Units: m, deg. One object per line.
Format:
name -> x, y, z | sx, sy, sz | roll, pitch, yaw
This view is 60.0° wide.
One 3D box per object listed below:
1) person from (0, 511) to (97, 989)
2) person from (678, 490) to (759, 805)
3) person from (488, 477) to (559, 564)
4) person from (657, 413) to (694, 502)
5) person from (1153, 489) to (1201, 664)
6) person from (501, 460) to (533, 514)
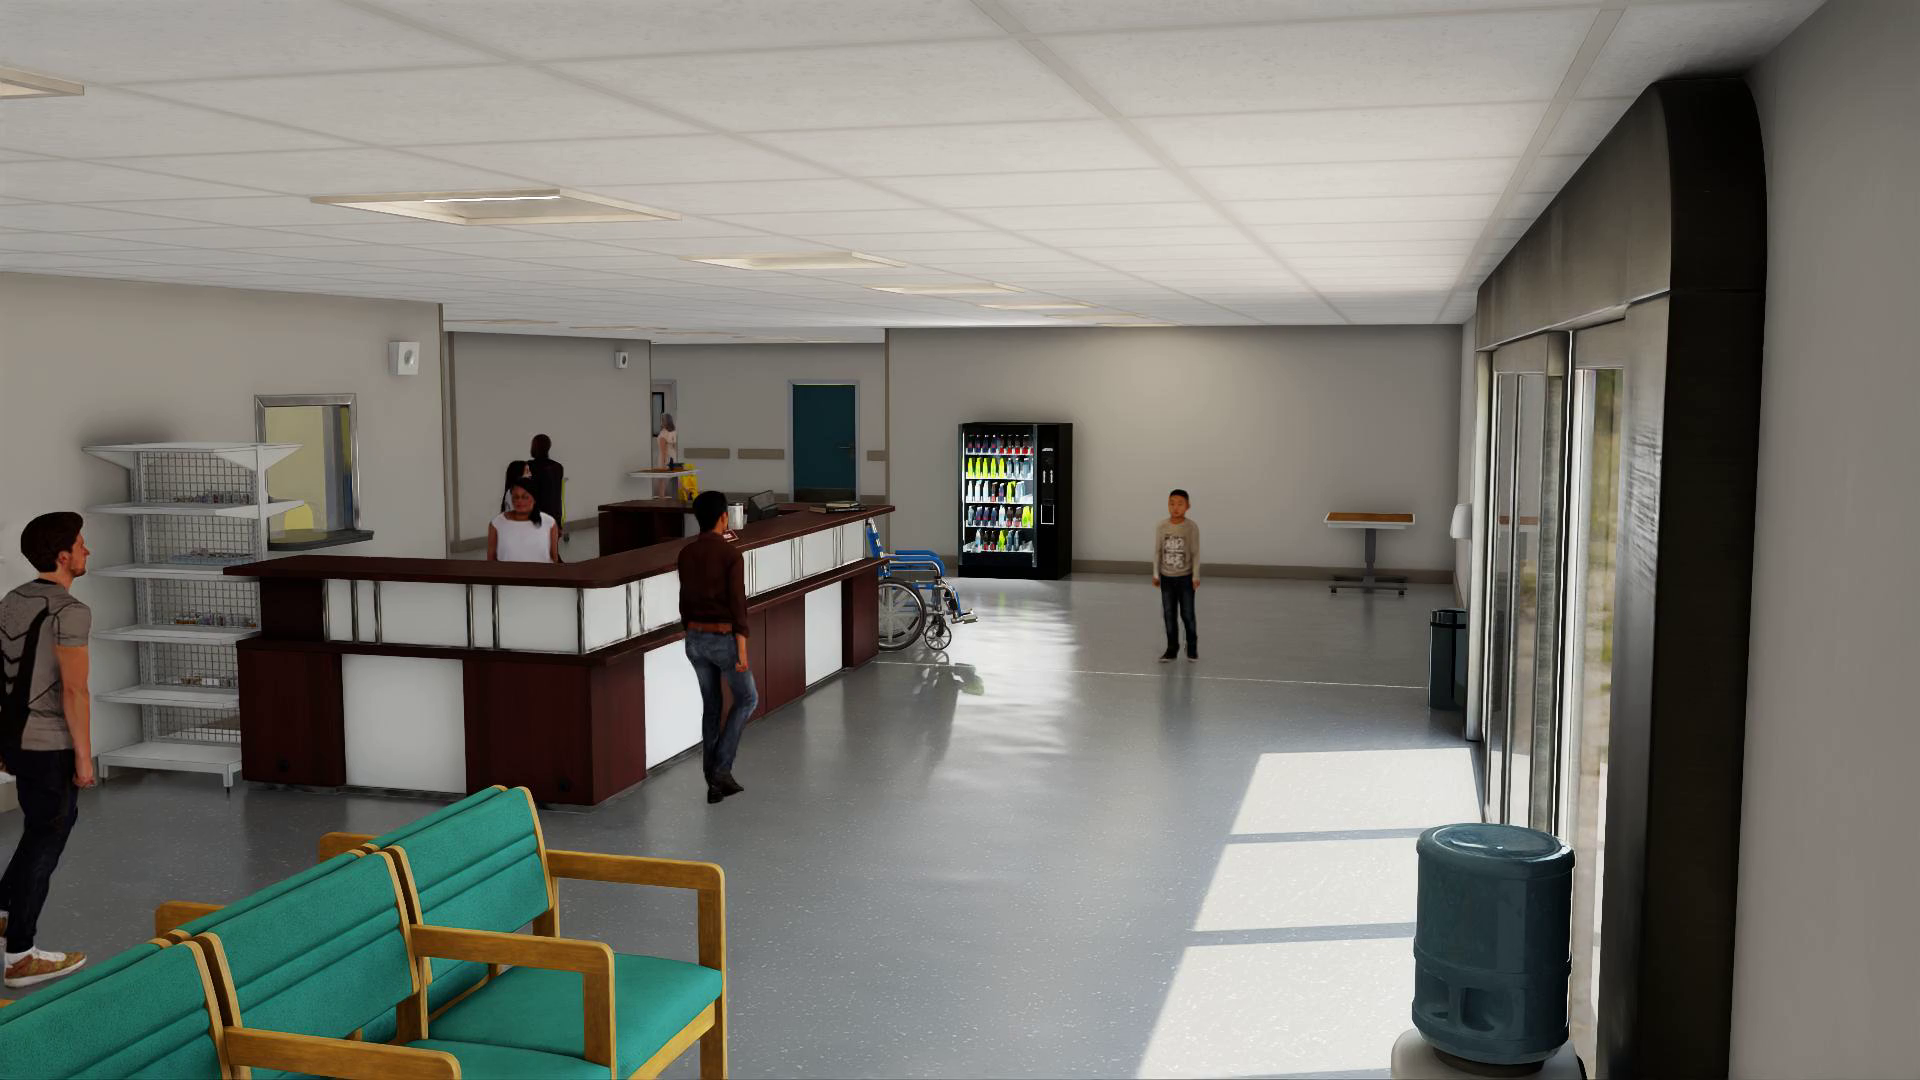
person -> -3.725, 0.835, 6.670 | 0.718, 1.869, 0.833 | 4, 7, 32
person -> -1.440, 0.621, 9.363 | 0.631, 1.757, 0.783 | 4, 7, 32
person -> -3.207, 0.381, 12.282 | 1.059, 1.649, 0.942 | -1, 6, -7
person -> -5.053, -1.356, 29.233 | 1.106, 1.713, 0.757 | 3, 6, 26
person -> 1.835, 0.303, 14.009 | 0.580, 1.460, 0.669 | 3, 6, 26
person -> -4.232, 0.084, 15.531 | 1.143, 1.590, 0.852 | 0, 6, -3
